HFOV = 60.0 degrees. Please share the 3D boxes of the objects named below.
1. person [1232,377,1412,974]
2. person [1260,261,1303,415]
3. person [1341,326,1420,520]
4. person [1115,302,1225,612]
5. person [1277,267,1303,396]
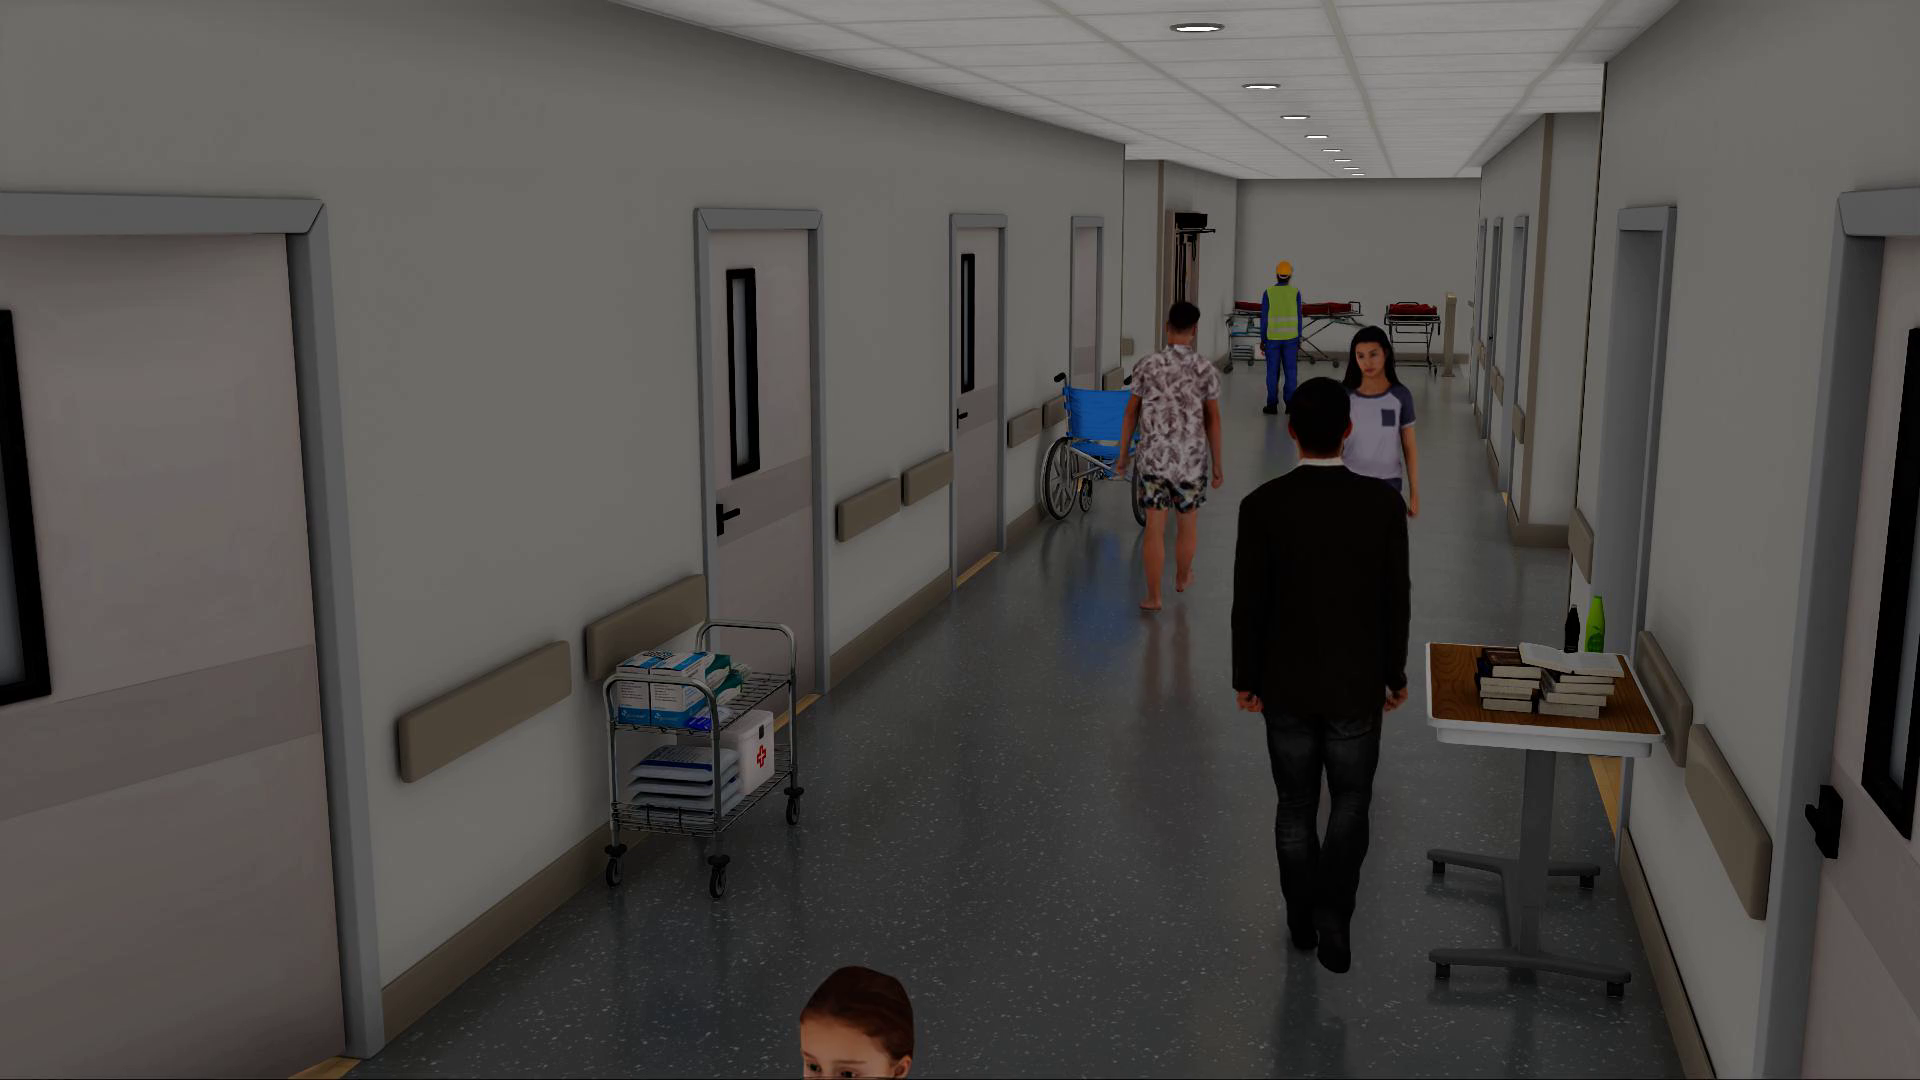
[{"bbox_3d":[1.087,0.427,4.962,0.716,1.792,0.911,2,11,10],"label":"person"},{"bbox_3d":[3.847,-2.429,19.959,0.728,1.812,0.666,0,11,-1],"label":"person"},{"bbox_3d":[2.151,-0.242,8.801,0.845,1.676,1.267,0,11,0],"label":"person"},{"bbox_3d":[1.238,-0.454,9.659,0.872,1.772,1.106,1,11,6],"label":"person"},{"bbox_3d":[4.310,-2.800,22.155,0.656,1.722,0.602,0,11,1],"label":"person"}]
